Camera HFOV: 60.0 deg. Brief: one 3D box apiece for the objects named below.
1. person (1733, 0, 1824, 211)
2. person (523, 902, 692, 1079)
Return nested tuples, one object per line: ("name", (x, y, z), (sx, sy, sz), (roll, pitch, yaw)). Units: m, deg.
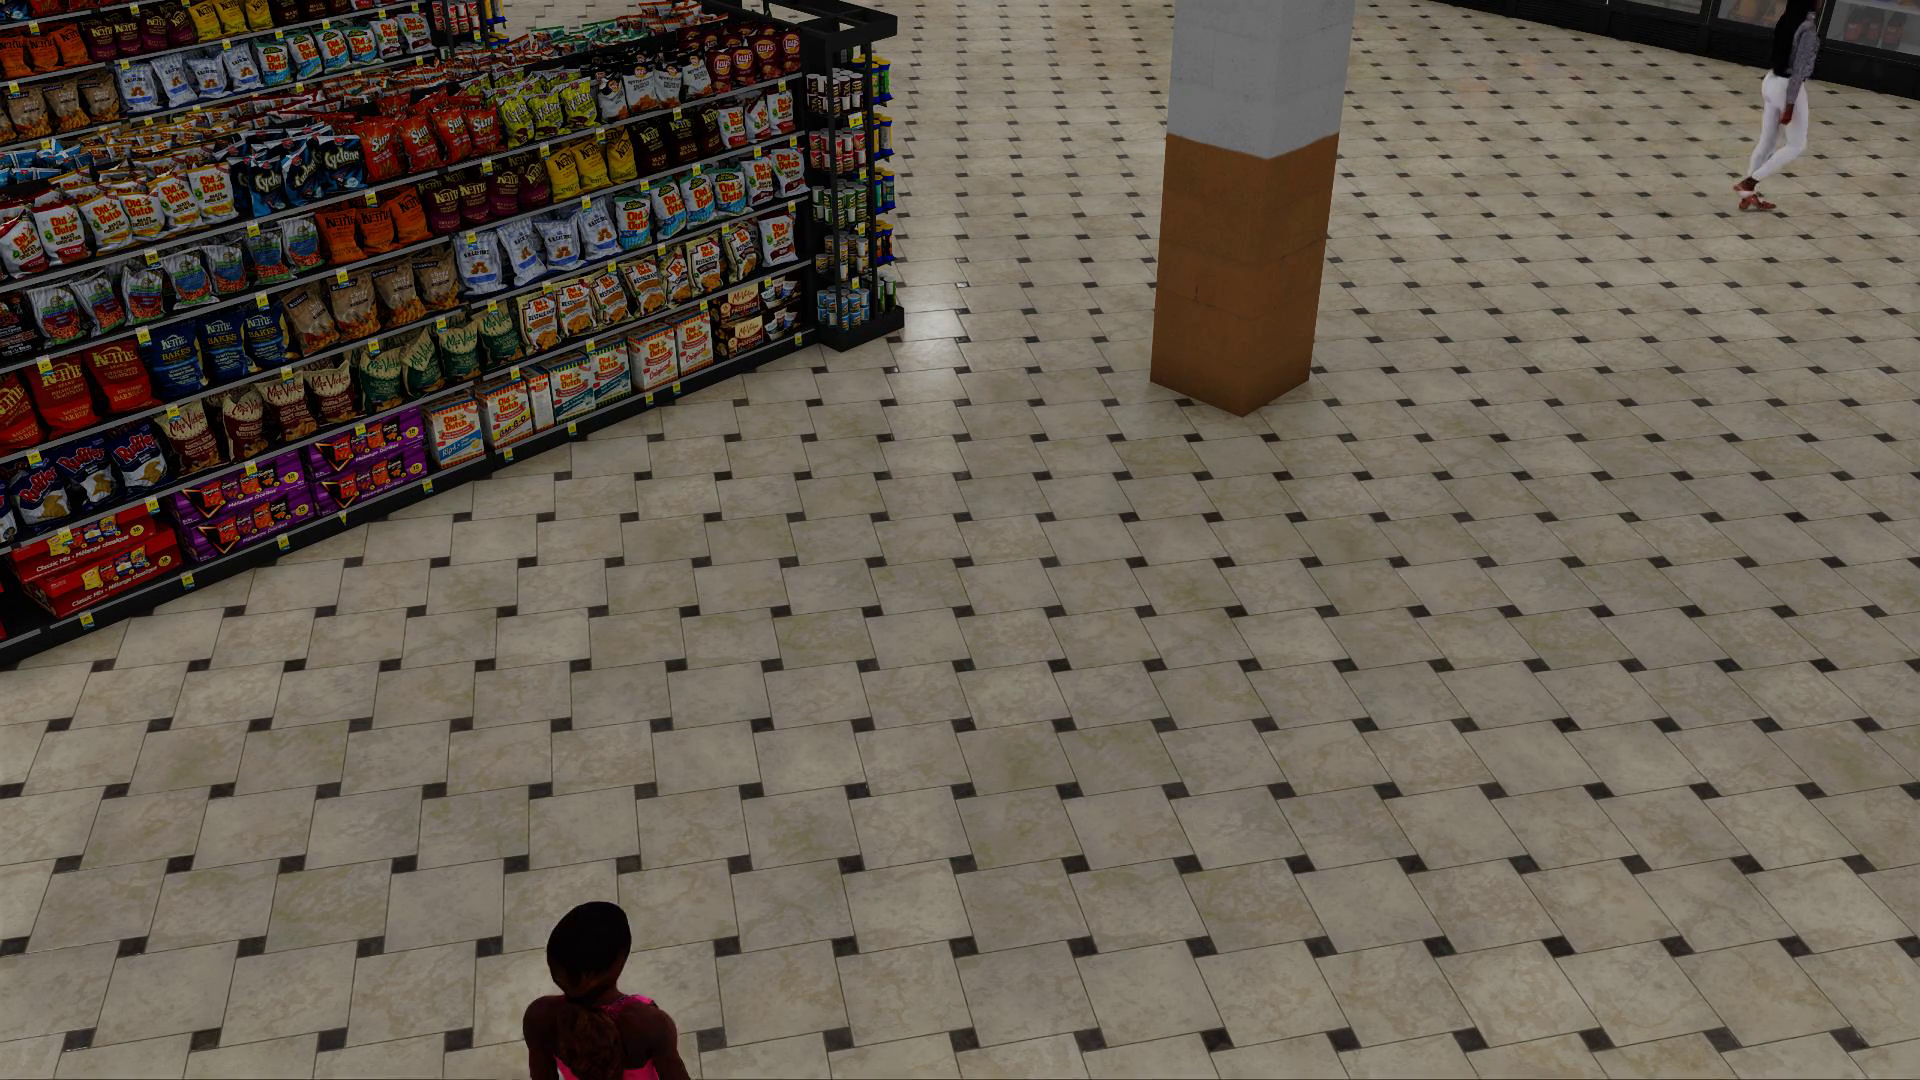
("person", (5.949, -3.234, 12.194), (0.817, 1.715, 0.757), (1, 32, 1))
("person", (-0.919, 1.673, 4.314), (0.755, 1.710, 0.822), (5, 32, 7))
